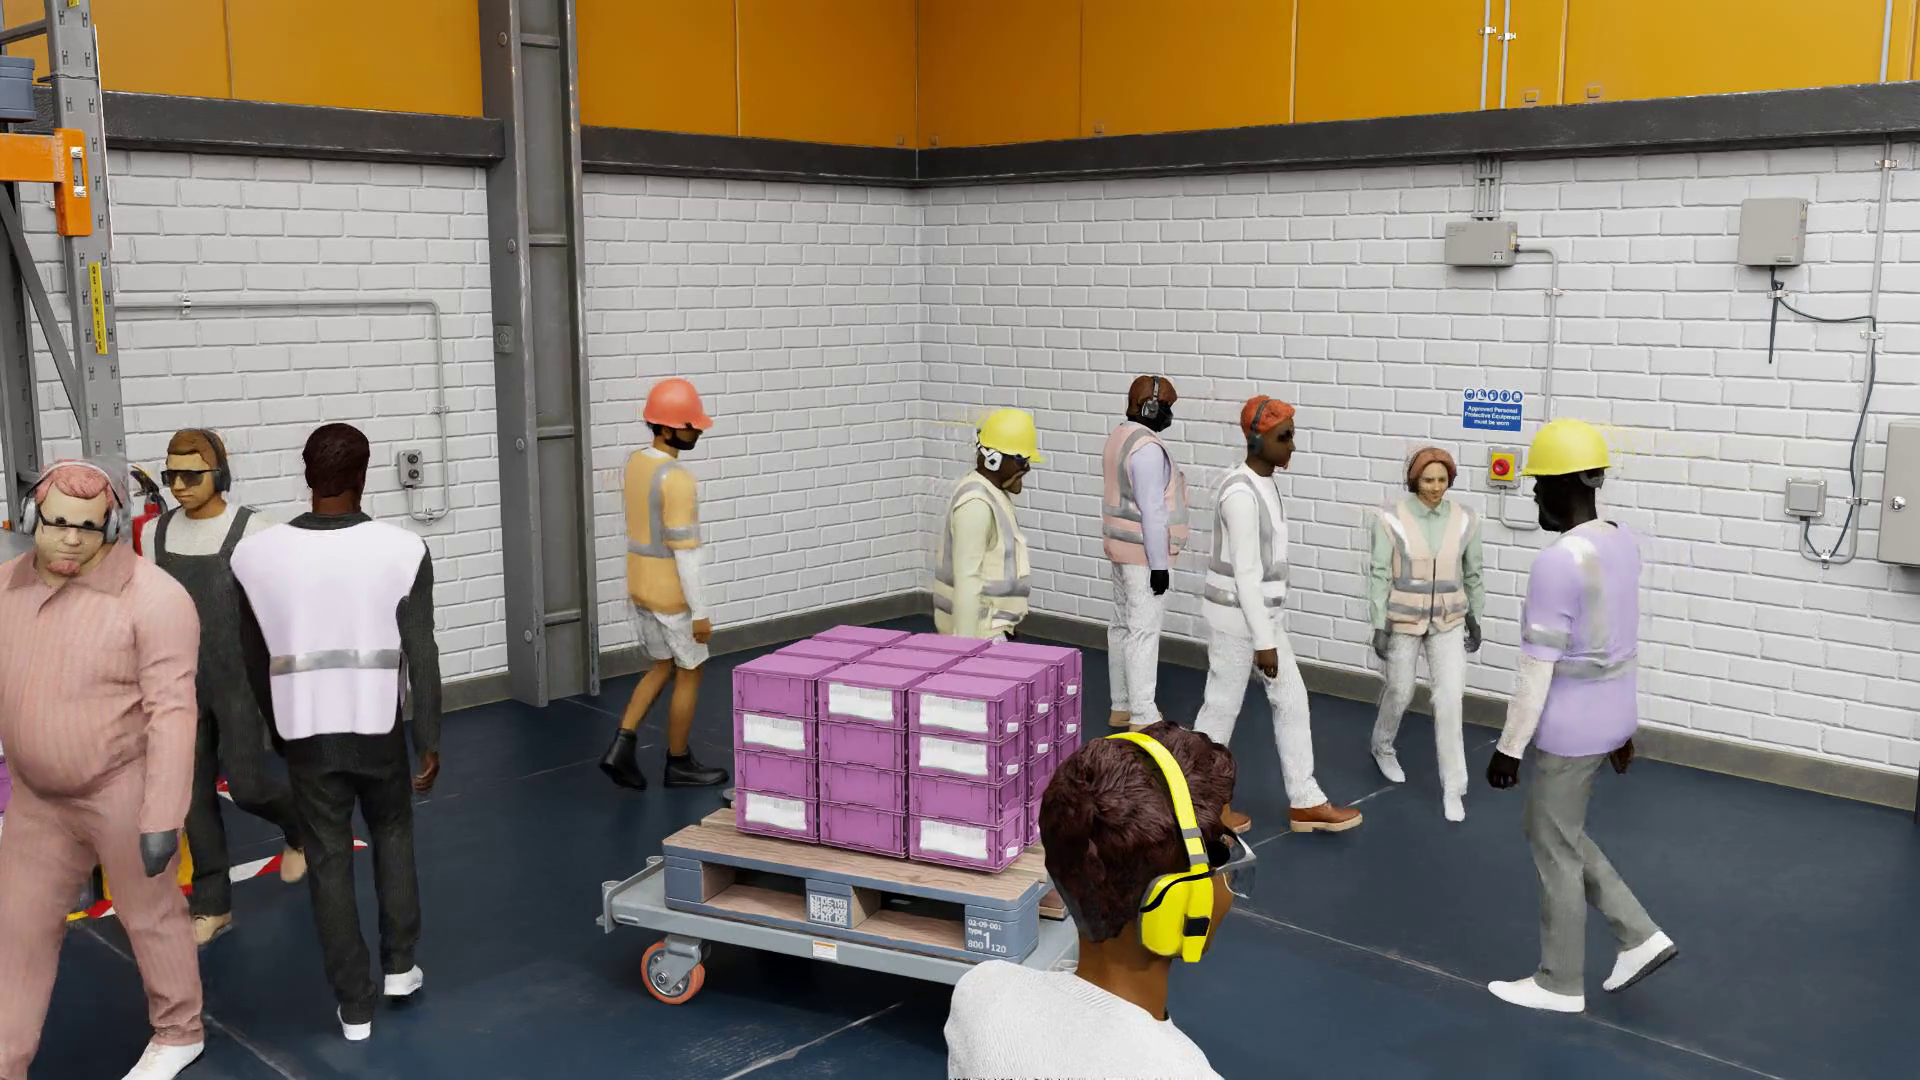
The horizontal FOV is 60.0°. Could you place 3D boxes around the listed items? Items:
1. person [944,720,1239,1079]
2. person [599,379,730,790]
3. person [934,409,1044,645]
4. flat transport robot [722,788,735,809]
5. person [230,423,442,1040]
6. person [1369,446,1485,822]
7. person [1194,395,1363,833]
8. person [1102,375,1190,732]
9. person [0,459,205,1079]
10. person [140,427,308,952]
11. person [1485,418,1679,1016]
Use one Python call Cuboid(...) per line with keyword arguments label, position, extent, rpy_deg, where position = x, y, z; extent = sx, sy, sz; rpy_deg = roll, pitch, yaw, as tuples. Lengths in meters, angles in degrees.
Cuboid(label="person", position=(0.186, 1.128, 1.951), extent=(0.314, 1.860, 0.537), rpy_deg=(-7, 12, -38))
Cuboid(label="person", position=(-1.330, 0.229, 7.372), extent=(0.618, 1.893, 0.614), rpy_deg=(-7, 12, -37))
Cuboid(label="person", position=(0.116, 0.351, 6.922), extent=(0.459, 1.793, 0.622), rpy_deg=(0, 9, 2))
Cuboid(label="flat transport robot", position=(-0.218, 1.131, 6.787), extent=(1.431, 0.197, 0.652), rpy_deg=(4, 10, 23))
Cuboid(label="person", position=(-1.925, 0.581, 5.211), extent=(0.584, 1.891, 0.605), rpy_deg=(-3, 10, -17))
Cuboid(label="person", position=(2.051, 0.371, 7.394), extent=(0.530, 1.608, 0.780), rpy_deg=(0, 9, -1))
Cuboid(label="person", position=(1.291, 0.342, 6.784), extent=(0.866, 1.852, 0.595), rpy_deg=(4, 10, 22))
Cuboid(label="person", position=(0.938, 0.088, 8.400), extent=(0.429, 1.838, 0.620), rpy_deg=(-2, 9, -11))
Cuboid(label="person", position=(-2.421, 0.718, 4.474), extent=(0.684, 1.854, 0.949), rpy_deg=(2, 9, 12))
Cuboid(label="person", position=(-2.622, 0.495, 5.934), extent=(0.520, 1.825, 0.647), rpy_deg=(1, 9, 8))
Cuboid(label="person", position=(1.926, 0.578, 5.197), extent=(0.491, 1.907, 0.583), rpy_deg=(7, 12, 37))
